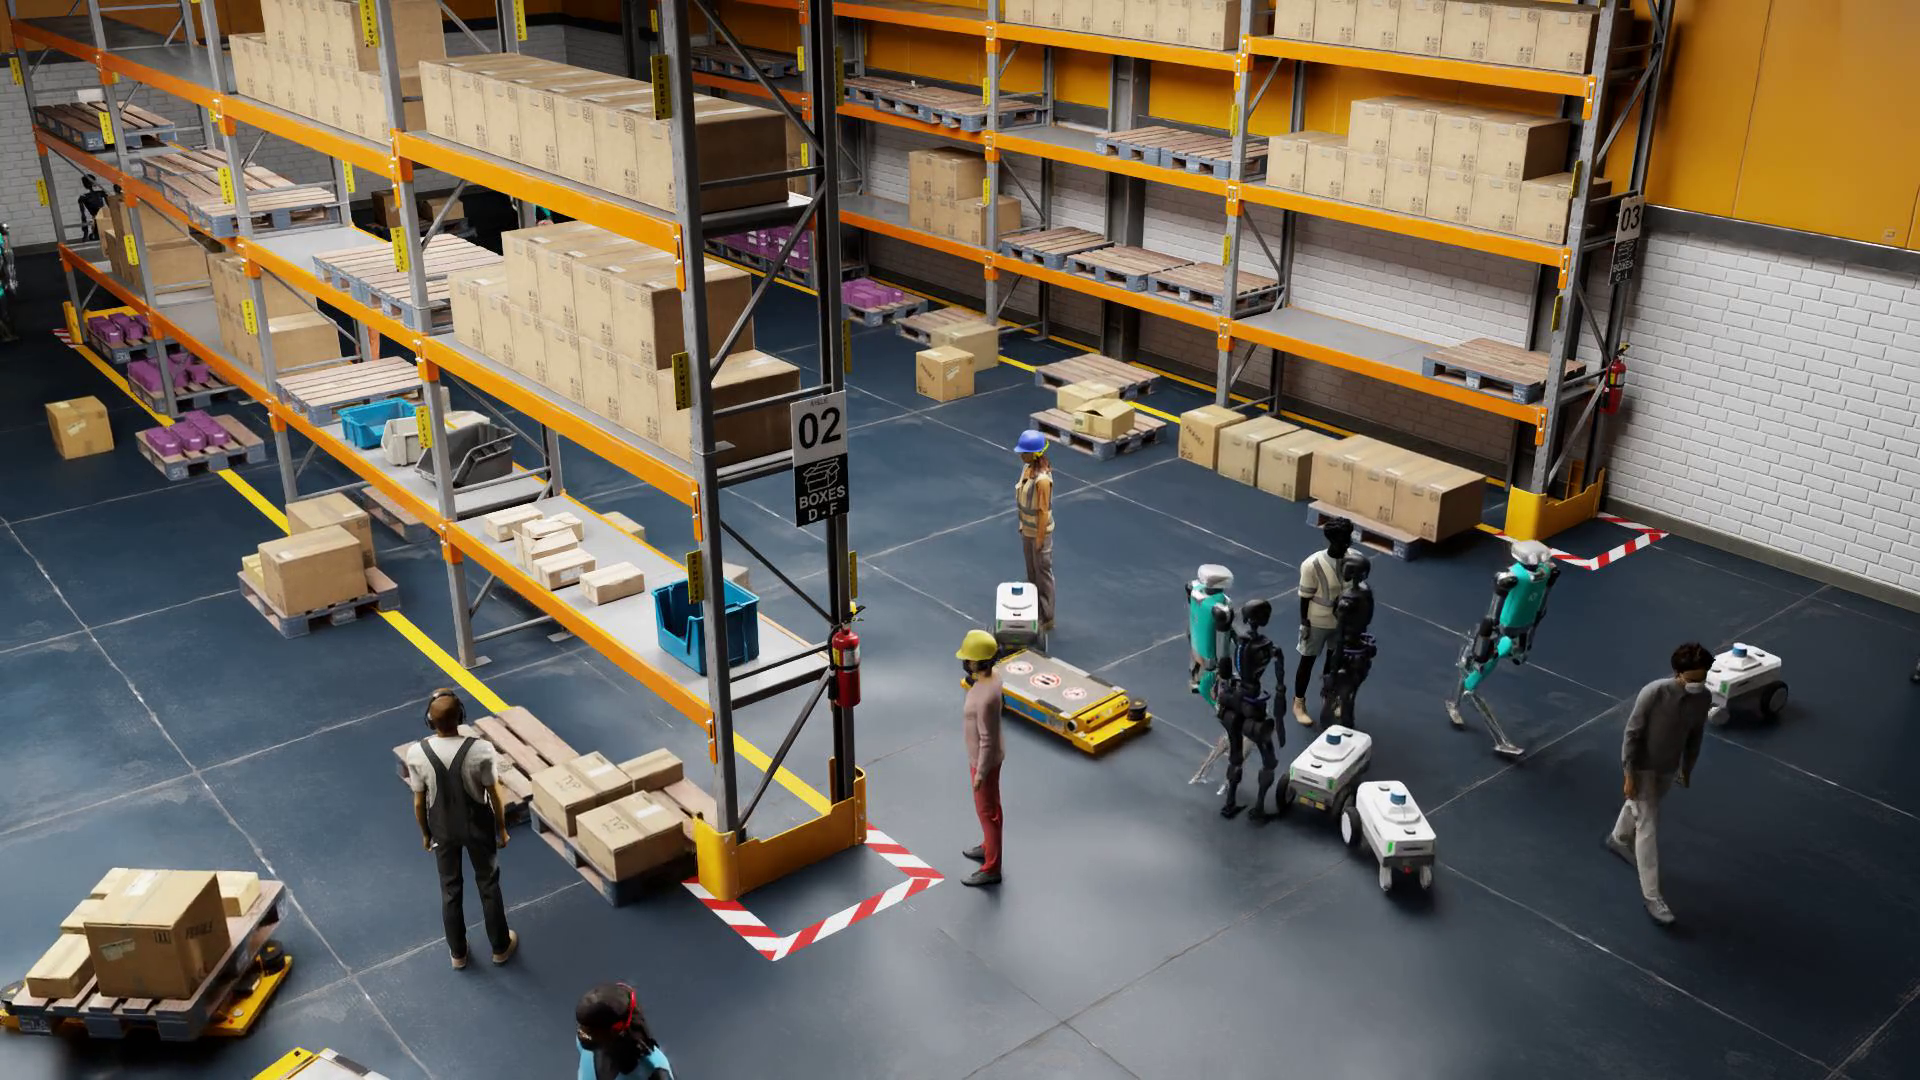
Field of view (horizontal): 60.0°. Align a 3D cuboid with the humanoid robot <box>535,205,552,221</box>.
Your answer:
[{"bbox_3d":[-6.784,-5.498,26.533,0.532,1.787,0.725,5,24,11],"label":"humanoid robot"}]

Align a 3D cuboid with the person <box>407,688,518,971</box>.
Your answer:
[{"bbox_3d":[-2.907,1.693,9.735,0.505,1.846,0.345,-3,24,-8],"label":"person"}]

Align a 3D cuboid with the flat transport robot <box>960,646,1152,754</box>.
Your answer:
[{"bbox_3d":[0.725,1.207,12.848,0.659,0.231,1.431,-21,31,-39],"label":"flat transport robot"}]

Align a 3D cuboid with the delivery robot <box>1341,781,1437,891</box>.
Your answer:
[{"bbox_3d":[2.843,1.890,10.893,0.499,0.585,0.784,-2,23,-4],"label":"delivery robot"}]

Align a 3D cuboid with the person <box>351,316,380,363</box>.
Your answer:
[{"bbox_3d":[-7.175,-2.728,20.084,0.495,1.759,0.335,14,27,29],"label":"person"}]

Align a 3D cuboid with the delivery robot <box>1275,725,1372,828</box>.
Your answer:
[{"bbox_3d":[2.557,1.616,11.564,0.506,0.613,0.784,16,28,33],"label":"delivery robot"}]

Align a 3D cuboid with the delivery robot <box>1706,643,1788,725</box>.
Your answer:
[{"bbox_3d":[5.963,1.068,12.786,0.747,0.576,0.499,-13,27,-28],"label":"delivery robot"}]

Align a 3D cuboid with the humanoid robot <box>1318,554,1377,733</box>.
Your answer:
[{"bbox_3d":[2.773,0.866,11.856,0.312,1.648,0.615,14,27,30],"label":"humanoid robot"}]

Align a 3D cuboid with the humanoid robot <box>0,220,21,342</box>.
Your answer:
[{"bbox_3d":[-12.636,-3.408,21.620,0.530,1.747,0.686,7,24,16],"label":"humanoid robot"}]

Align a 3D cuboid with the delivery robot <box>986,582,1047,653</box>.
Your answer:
[{"bbox_3d":[0.471,0.658,13.779,0.499,0.610,0.813,1,23,2],"label":"delivery robot"}]

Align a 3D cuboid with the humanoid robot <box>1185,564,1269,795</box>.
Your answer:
[{"bbox_3d":[1.886,0.983,11.529,0.669,1.797,0.530,-8,25,-17],"label":"humanoid robot"}]

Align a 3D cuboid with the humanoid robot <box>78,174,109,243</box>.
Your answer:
[{"bbox_3d":[-12.623,-4.538,24.384,0.347,1.651,0.583,8,25,17],"label":"humanoid robot"}]

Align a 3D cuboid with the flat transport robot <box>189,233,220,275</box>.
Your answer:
[{"bbox_3d":[-10.969,-3.419,23.560,1.431,0.231,0.659,-3,24,-6],"label":"flat transport robot"}]

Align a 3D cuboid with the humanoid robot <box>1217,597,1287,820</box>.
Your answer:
[{"bbox_3d":[1.938,1.131,11.241,0.316,1.656,0.601,-19,30,-37],"label":"humanoid robot"}]

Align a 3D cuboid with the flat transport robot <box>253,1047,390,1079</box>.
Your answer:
[{"bbox_3d":[-3.207,3.049,8.584,1.431,0.231,0.659,13,27,28],"label":"flat transport robot"}]

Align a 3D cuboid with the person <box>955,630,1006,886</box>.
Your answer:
[{"bbox_3d":[0.130,1.373,10.578,0.320,1.765,0.534,1,23,3],"label":"person"}]

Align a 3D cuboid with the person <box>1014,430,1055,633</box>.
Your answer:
[{"bbox_3d":[0.610,-0.086,13.952,0.342,1.769,0.460,-7,24,-16],"label":"person"}]

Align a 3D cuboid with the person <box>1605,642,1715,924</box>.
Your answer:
[{"bbox_3d":[4.378,1.435,10.372,0.546,1.813,1.046,-5,24,-12],"label":"person"}]

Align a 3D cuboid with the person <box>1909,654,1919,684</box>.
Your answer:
[{"bbox_3d":[7.811,0.262,12.954,0.546,1.926,0.388,14,27,29],"label":"person"}]

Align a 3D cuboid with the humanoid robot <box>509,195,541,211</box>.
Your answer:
[{"bbox_3d":[-6.830,-5.326,26.127,0.562,1.745,0.908,-6,24,-13],"label":"humanoid robot"}]

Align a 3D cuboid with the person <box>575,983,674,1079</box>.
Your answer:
[{"bbox_3d":[-1.456,2.724,7.340,0.603,1.853,0.454,10,25,22],"label":"person"}]

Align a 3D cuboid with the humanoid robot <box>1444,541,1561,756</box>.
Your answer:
[{"bbox_3d":[3.829,0.713,12.193,0.530,1.742,1.009,-11,26,-24],"label":"humanoid robot"}]

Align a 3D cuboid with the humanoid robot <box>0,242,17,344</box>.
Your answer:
[{"bbox_3d":[-12.619,-3.369,21.677,0.589,1.650,0.325,-2,23,-4],"label":"humanoid robot"}]

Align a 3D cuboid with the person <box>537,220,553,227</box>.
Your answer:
[{"bbox_3d":[-5.046,-3.011,20.554,0.406,1.904,0.651,7,24,17],"label":"person"}]

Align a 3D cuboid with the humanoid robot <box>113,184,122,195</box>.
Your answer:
[{"bbox_3d":[-11.910,-4.286,23.805,0.585,1.645,0.372,11,26,24],"label":"humanoid robot"}]

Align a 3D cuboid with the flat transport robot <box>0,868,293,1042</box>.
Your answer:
[{"bbox_3d":[-4.722,2.580,9.669,1.431,0.231,0.659,2,23,4],"label":"flat transport robot"}]

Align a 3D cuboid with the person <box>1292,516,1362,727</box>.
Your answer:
[{"bbox_3d":[2.756,0.597,12.470,0.534,1.692,0.320,-9,25,-20],"label":"person"}]
